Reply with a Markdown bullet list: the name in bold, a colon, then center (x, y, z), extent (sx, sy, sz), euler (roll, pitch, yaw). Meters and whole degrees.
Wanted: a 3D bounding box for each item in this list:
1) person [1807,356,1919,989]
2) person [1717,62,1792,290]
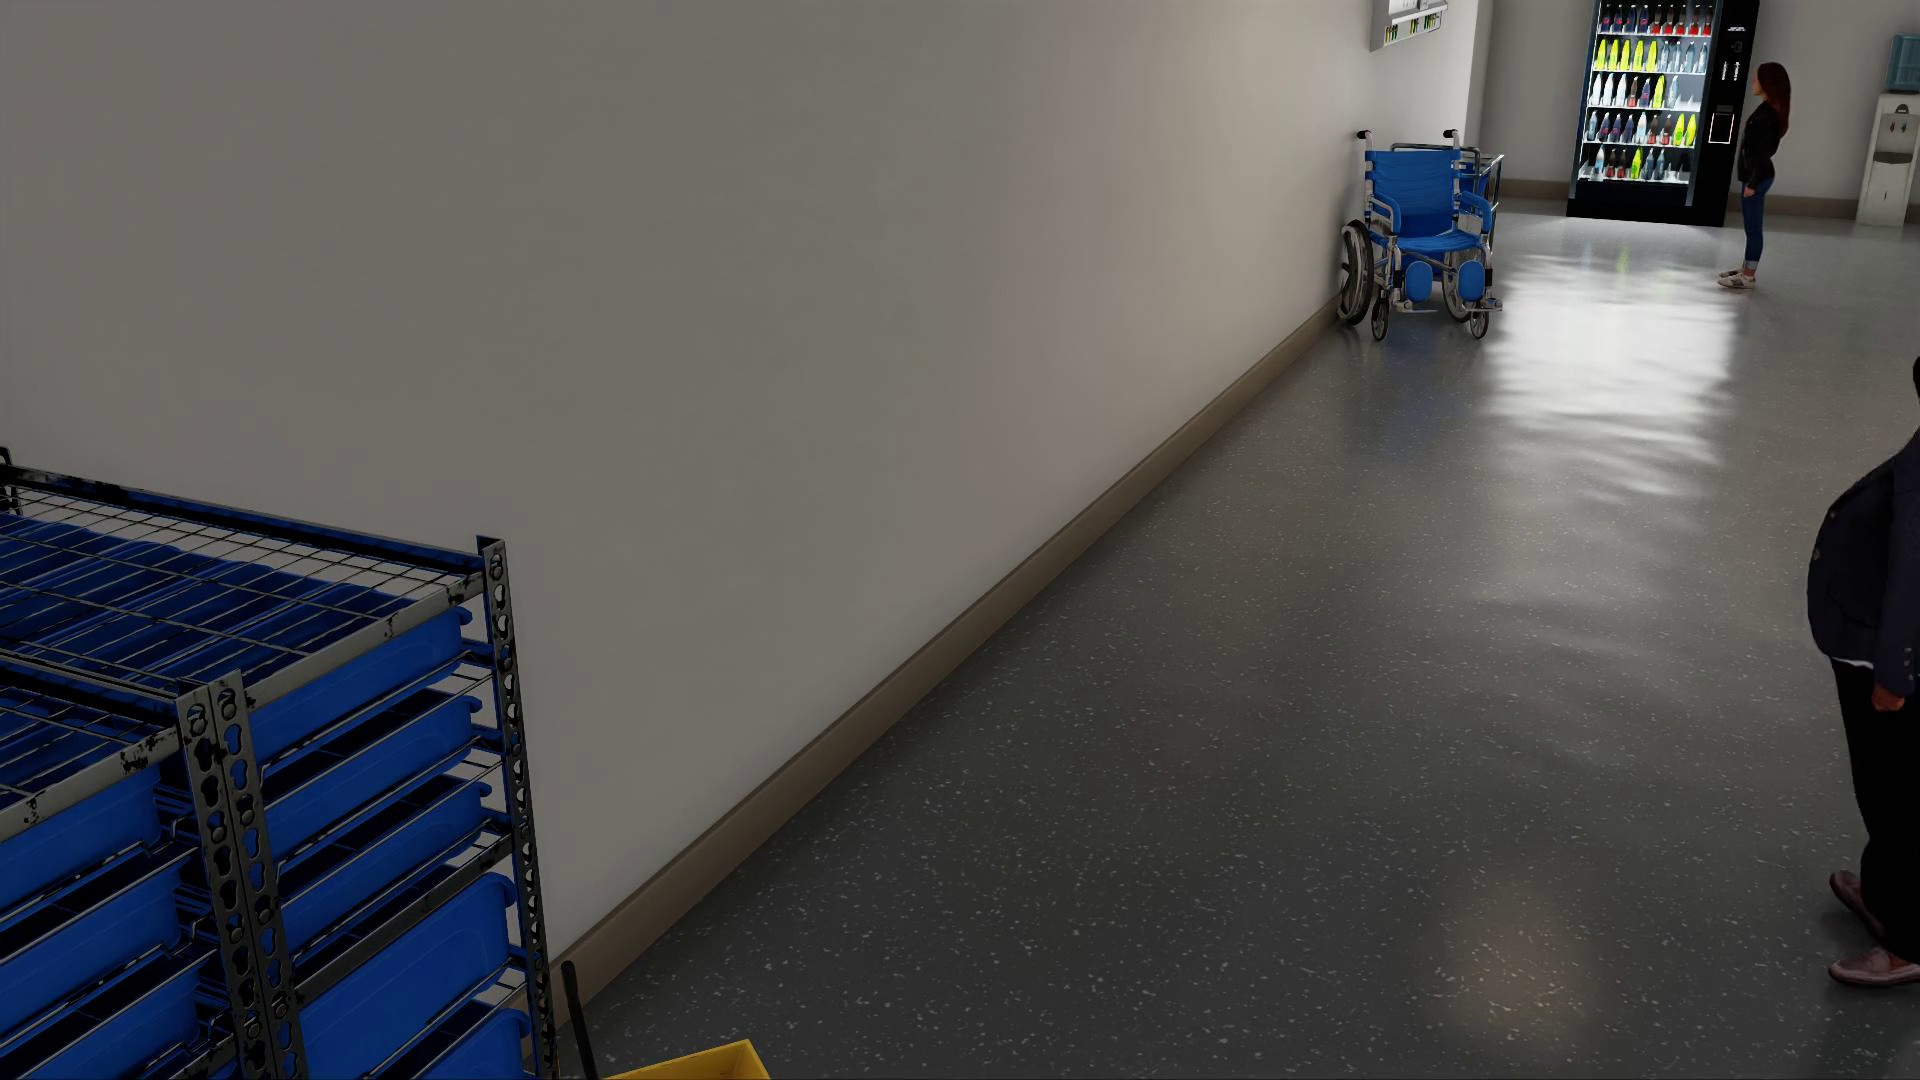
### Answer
- **person**: center (2.255, 0.261, 3.873), extent (0.899, 1.586, 0.863), euler (18, 27, 39)
- **person**: center (5.356, -2.443, 11.158), extent (0.493, 1.483, 0.562), euler (10, 23, 25)
